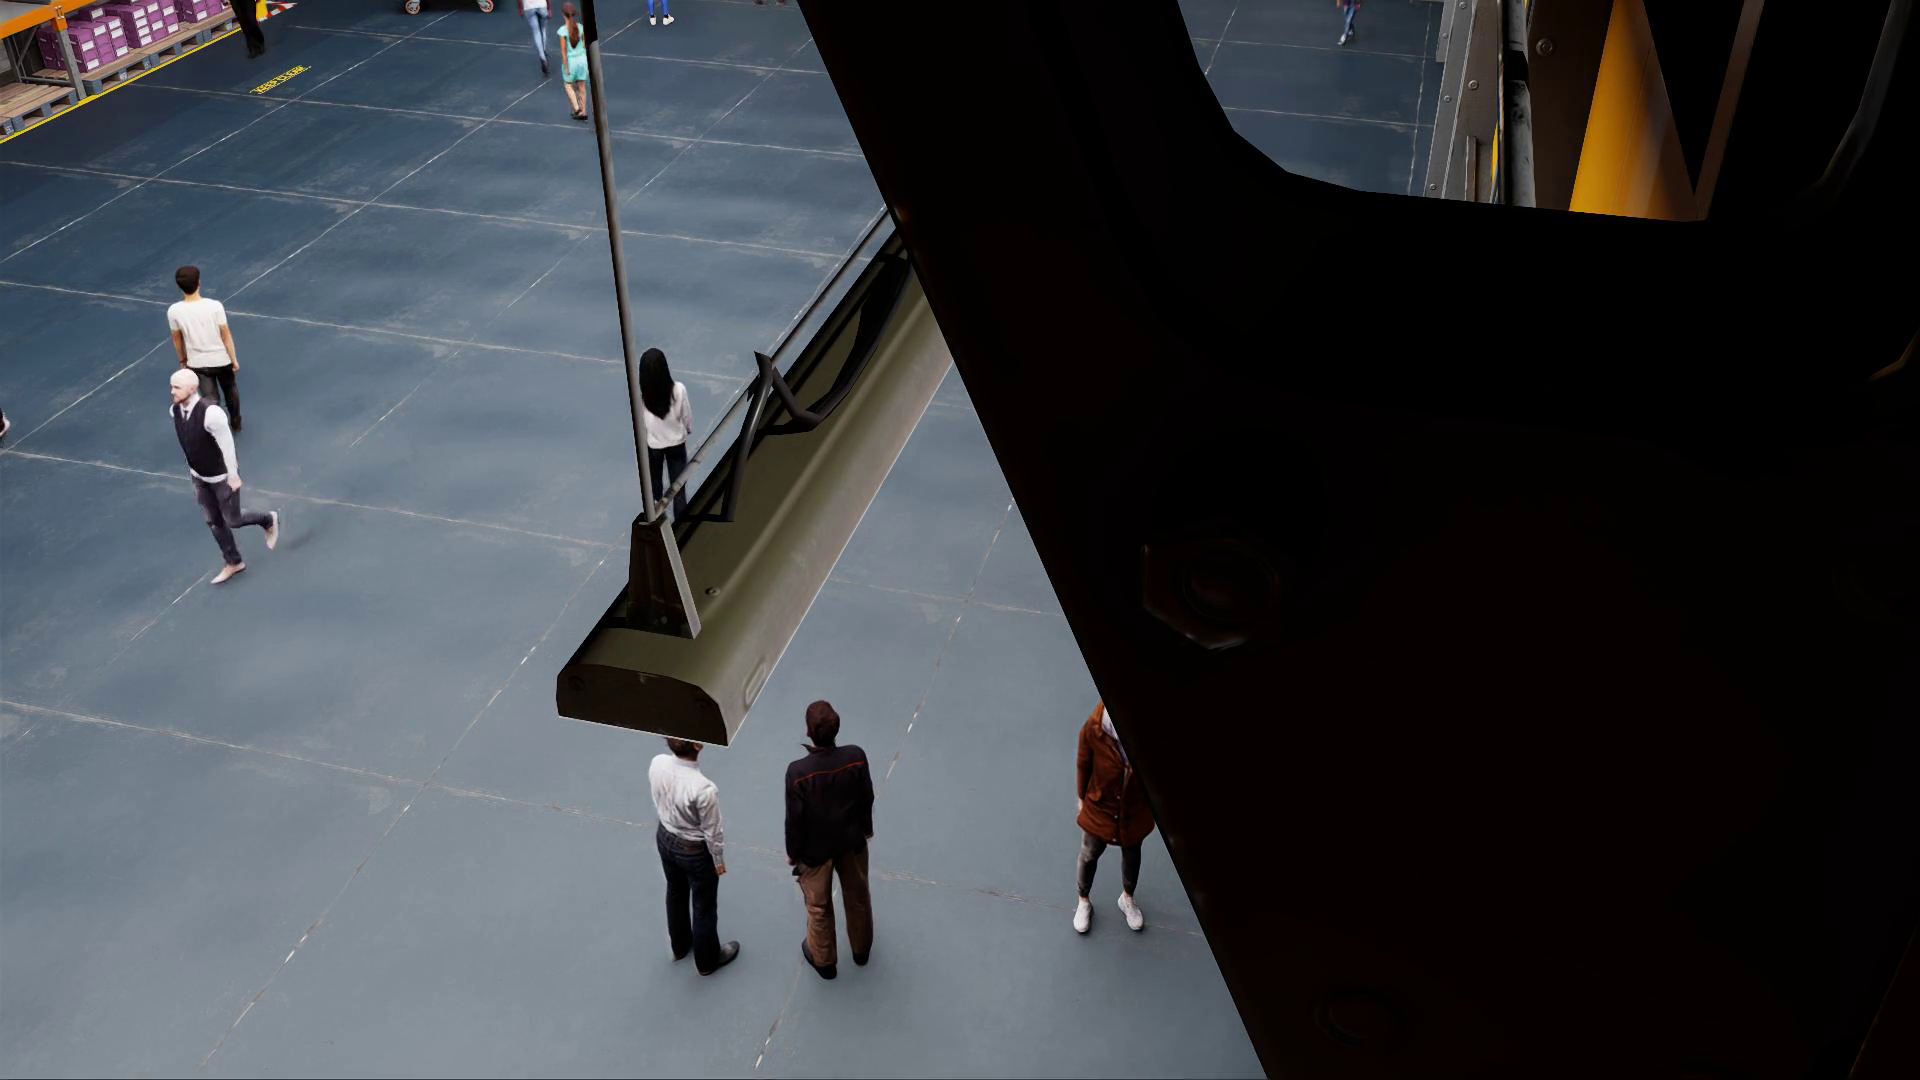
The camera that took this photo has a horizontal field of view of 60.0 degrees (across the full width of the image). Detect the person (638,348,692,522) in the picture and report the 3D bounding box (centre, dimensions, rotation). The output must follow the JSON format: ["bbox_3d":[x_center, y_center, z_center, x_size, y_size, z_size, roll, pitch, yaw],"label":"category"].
[{"bbox_3d":[-2.342,-0.705,13.312,0.945,1.658,1.148,-8,34,-12],"label":"person"}]

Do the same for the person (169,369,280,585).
[{"bbox_3d":[-5.720,-0.533,12.920,0.776,1.807,0.971,14,36,20],"label":"person"}]

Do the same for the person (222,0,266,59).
[{"bbox_3d":[-10.358,-7.955,23.992,0.803,1.909,0.792,0,34,0],"label":"person"}]

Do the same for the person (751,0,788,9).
[{"bbox_3d":[-2.895,-9.267,26.159,0.742,1.696,1.106,16,37,22],"label":"person"}]

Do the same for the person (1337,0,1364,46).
[{"bbox_3d":[5.833,-8.012,24.714,0.703,1.207,0.905,22,39,29],"label":"person"}]

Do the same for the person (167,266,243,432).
[{"bbox_3d":[-6.579,-1.546,14.552,1.020,1.686,1.169,-11,35,-16],"label":"person"}]

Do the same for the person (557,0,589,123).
[{"bbox_3d":[-4.999,-6.220,21.710,0.675,1.548,0.736,-19,38,-27],"label":"person"}]

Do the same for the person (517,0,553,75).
[{"bbox_3d":[-5.956,-7.401,23.370,1.034,1.677,1.180,-12,36,-18],"label":"person"}]

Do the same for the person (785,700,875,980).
[{"bbox_3d":[-0.742,1.711,9.438,0.786,1.924,0.826,-15,36,-21],"label":"person"}]

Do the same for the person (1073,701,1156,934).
[{"bbox_3d":[0.928,1.540,9.772,0.789,1.838,0.791,-2,34,-2],"label":"person"}]

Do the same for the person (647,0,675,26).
[{"bbox_3d":[-4.664,-8.767,25.340,0.679,1.770,0.603,3,34,4],"label":"person"}]

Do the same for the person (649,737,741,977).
[{"bbox_3d":[-1.552,1.731,9.503,0.711,1.818,0.689,22,39,29],"label":"person"}]
